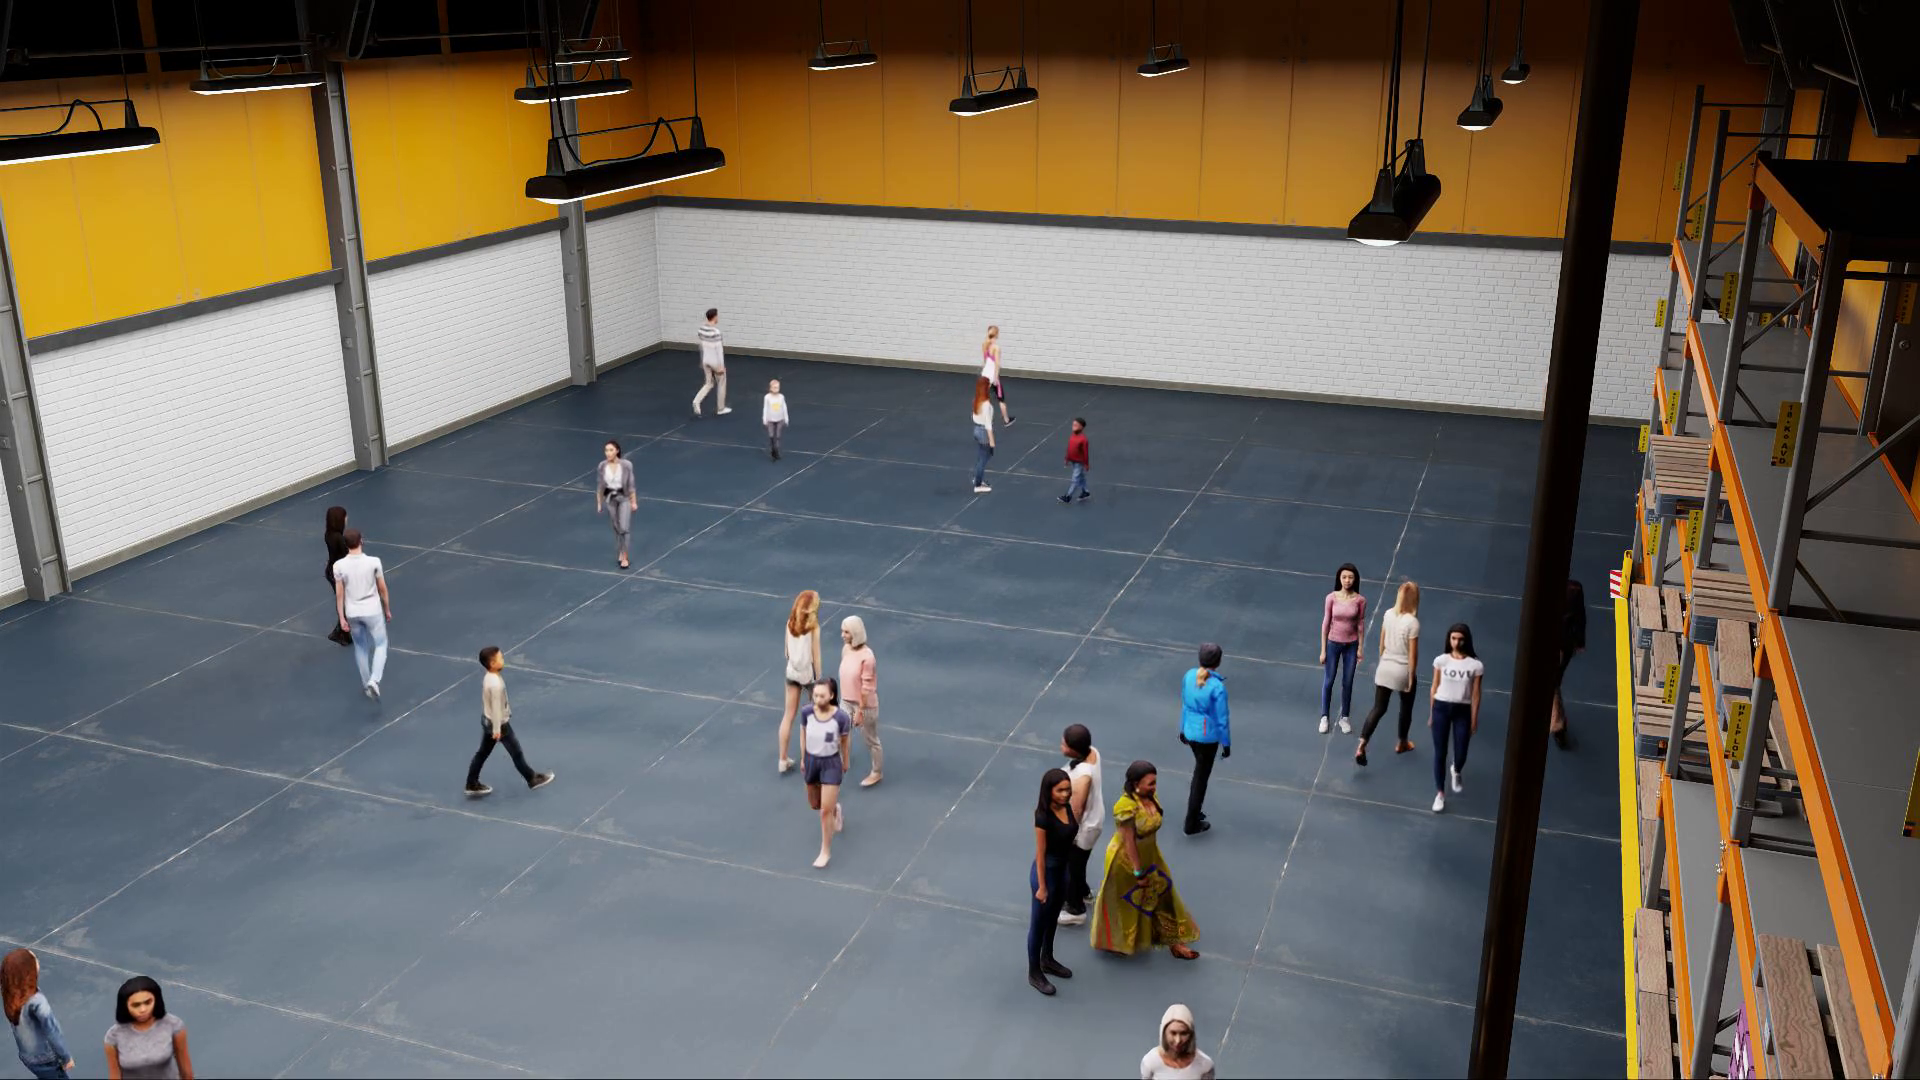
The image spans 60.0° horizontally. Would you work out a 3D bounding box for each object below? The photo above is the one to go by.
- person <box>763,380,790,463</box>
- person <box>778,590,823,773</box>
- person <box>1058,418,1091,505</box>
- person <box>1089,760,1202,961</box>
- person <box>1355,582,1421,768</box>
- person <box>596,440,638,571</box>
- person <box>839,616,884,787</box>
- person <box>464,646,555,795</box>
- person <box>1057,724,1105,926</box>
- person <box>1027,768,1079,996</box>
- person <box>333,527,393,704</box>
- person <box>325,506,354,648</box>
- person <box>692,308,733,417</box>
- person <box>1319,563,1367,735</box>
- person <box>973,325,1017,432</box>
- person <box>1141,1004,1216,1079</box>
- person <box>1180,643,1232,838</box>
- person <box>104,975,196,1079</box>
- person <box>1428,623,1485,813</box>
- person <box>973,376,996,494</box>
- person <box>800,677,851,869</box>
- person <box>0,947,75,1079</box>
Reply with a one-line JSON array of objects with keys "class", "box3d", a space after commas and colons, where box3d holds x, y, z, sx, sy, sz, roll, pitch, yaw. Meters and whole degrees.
[{"class": "person", "box3d": [-2.892, -1.874, 25.832, 0.745, 1.263, 0.816, -7, 20, -20]}, {"class": "person", "box3d": [-1.521, 1.353, 15.543, 0.833, 1.713, 1.152, 10, 21, 27]}, {"class": "person", "box3d": [1.729, -1.133, 23.686, 0.921, 1.229, 0.803, -12, 22, -32]}, {"class": "person", "box3d": [1.231, 2.410, 12.535, 1.054, 1.631, 1.110, 13, 23, 34]}, {"class": "person", "box3d": [4.025, 1.296, 15.594, 0.946, 1.789, 1.244, 17, 25, 41]}, {"class": "person", "box3d": [-4.304, -0.479, 21.076, 0.753, 1.654, 0.862, 1, 19, 4]}, {"class": "person", "box3d": [-0.847, 1.481, 15.189, 0.839, 1.698, 1.050, 17, 25, 40]}, {"class": "person", "box3d": [-4.269, 1.675, 15.035, 1.054, 1.427, 0.986, -9, 21, -24]}, {"class": "person", "box3d": [0.928, 2.208, 13.059, 0.765, 1.679, 0.591, 4, 19, 12]}, {"class": "person", "box3d": [0.664, 2.465, 12.204, 0.676, 1.737, 0.548, 12, 22, 32]}, {"class": "person", "box3d": [-6.096, 0.800, 17.001, 0.943, 1.832, 1.093, -4, 19, -10]}, {"class": "person", "box3d": [-6.921, 0.439, 18.389, 0.675, 1.630, 0.759, 15, 24, 37]}, {"class": "person", "box3d": [-4.253, -2.992, 28.258, 0.877, 1.832, 1.066, 15, 24, 37]}, {"class": "person", "box3d": [3.767, 1.051, 16.395, 0.614, 1.742, 0.584, 2, 19, 6]}, {"class": "person", "box3d": [0.434, -2.618, 27.296, 1.194, 1.739, 0.930, -17, 25, -41]}, {"class": "person", "box3d": [1.234, 3.377, 9.526, 0.809, 1.718, 1.129, 0, 19, 1]}, {"class": "person", "box3d": [2.017, 1.739, 14.291, 0.796, 1.781, 0.757, -13, 23, -35]}, {"class": "person", "box3d": [-4.691, 3.298, 9.685, 0.789, 1.767, 0.847, -9, 21, -26]}, {"class": "person", "box3d": [4.406, 1.553, 14.866, 0.593, 1.768, 0.748, 8, 20, 21]}, {"class": "person", "box3d": [0.251, -1.516, 24.052, 0.762, 1.719, 0.685, -6, 19, -16]}, {"class": "person", "box3d": [-1.123, 1.898, 14.064, 0.597, 1.625, 0.944, 7, 20, 20]}, {"class": "person", "box3d": [-5.766, 3.243, 10.331, 0.728, 1.458, 0.975, 13, 22, 33]}]
